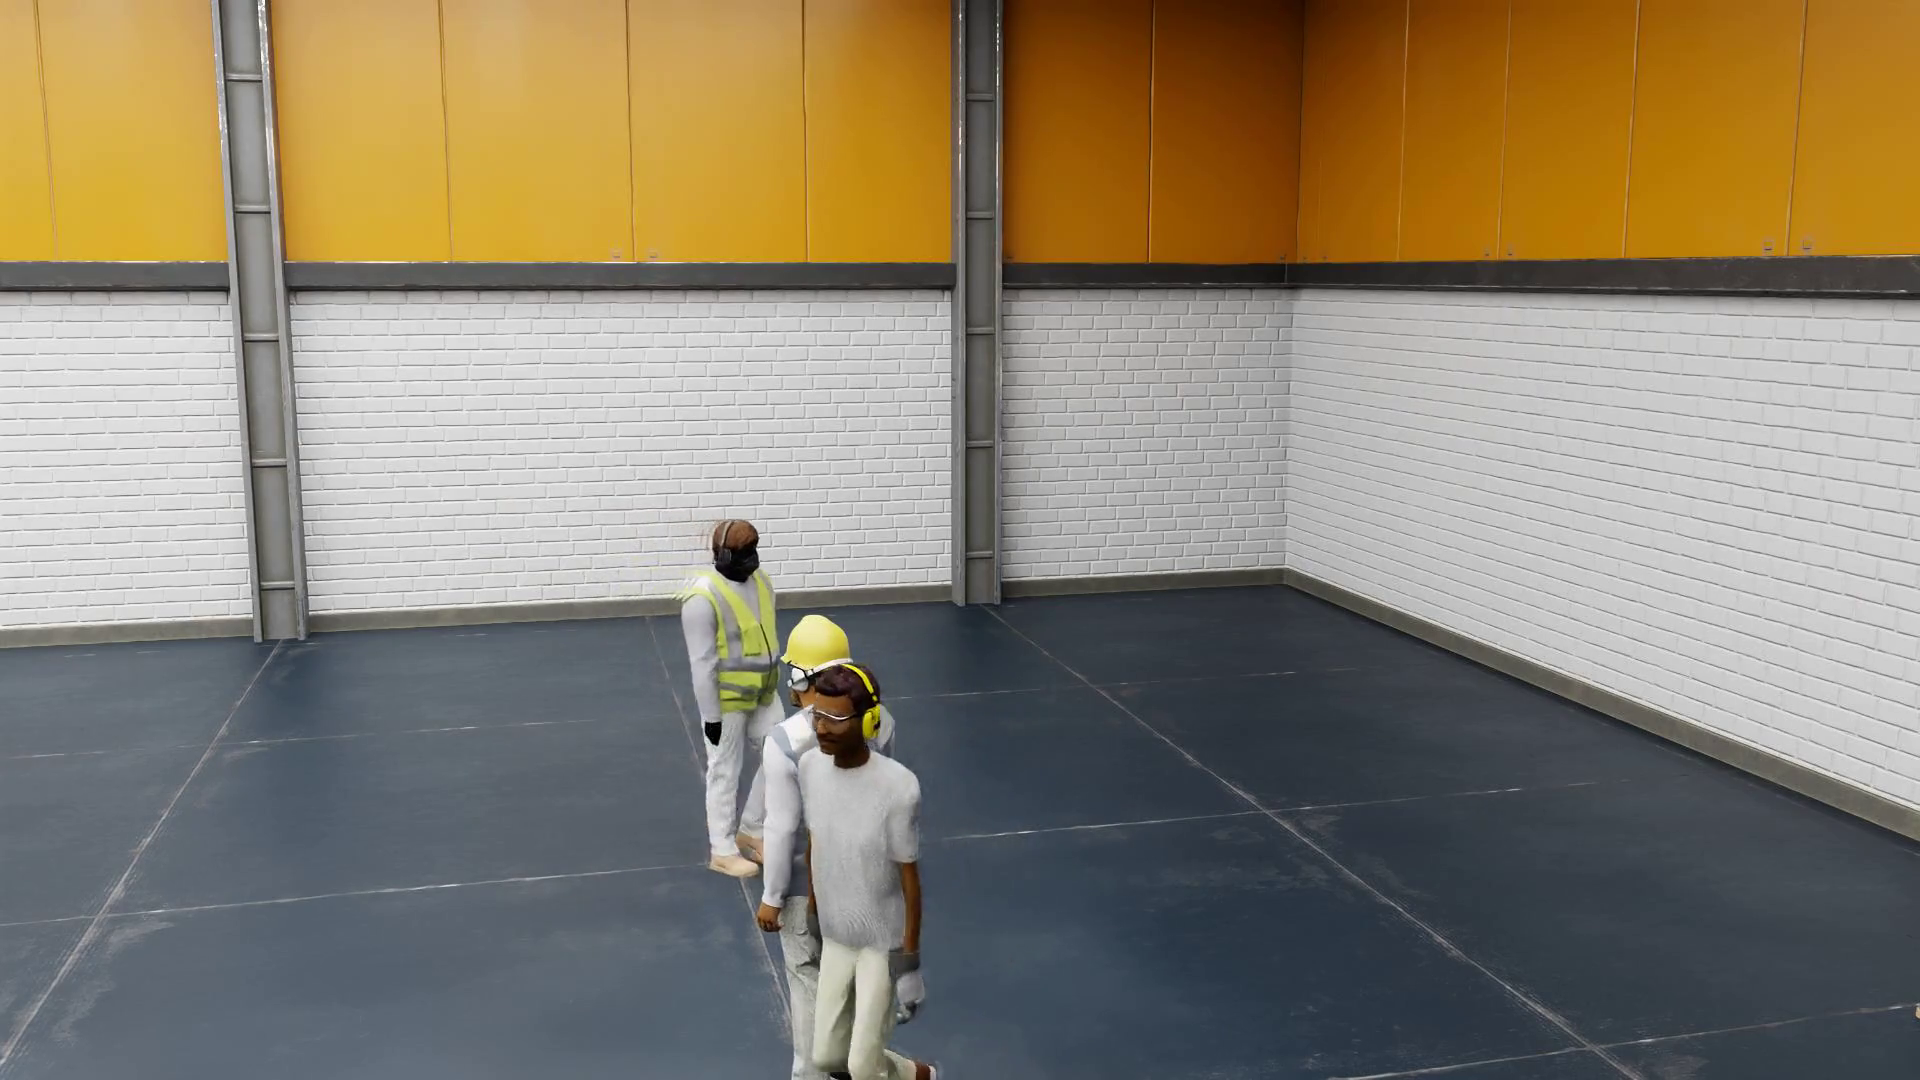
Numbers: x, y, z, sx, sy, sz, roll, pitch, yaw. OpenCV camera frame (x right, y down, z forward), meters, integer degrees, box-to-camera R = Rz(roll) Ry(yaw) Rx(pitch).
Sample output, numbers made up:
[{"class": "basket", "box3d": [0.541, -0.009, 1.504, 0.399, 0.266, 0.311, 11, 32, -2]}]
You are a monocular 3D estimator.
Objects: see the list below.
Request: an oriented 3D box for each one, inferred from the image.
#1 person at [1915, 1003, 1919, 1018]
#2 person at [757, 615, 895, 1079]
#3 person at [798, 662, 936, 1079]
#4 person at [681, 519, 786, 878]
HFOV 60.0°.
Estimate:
[{"class": "person", "box3d": [4.071, 1.054, 6.557, 0.355, 1.883, 0.575, -2, 9, -12]}, {"class": "person", "box3d": [-0.499, 1.173, 5.970, 0.404, 1.832, 0.597, 8, 12, 40]}, {"class": "person", "box3d": [-0.263, 1.266, 5.355, 0.529, 1.855, 0.584, 7, 11, 37]}, {"class": "person", "box3d": [-1.088, 0.799, 8.323, 0.504, 1.826, 0.659, 5, 11, 30]}]
